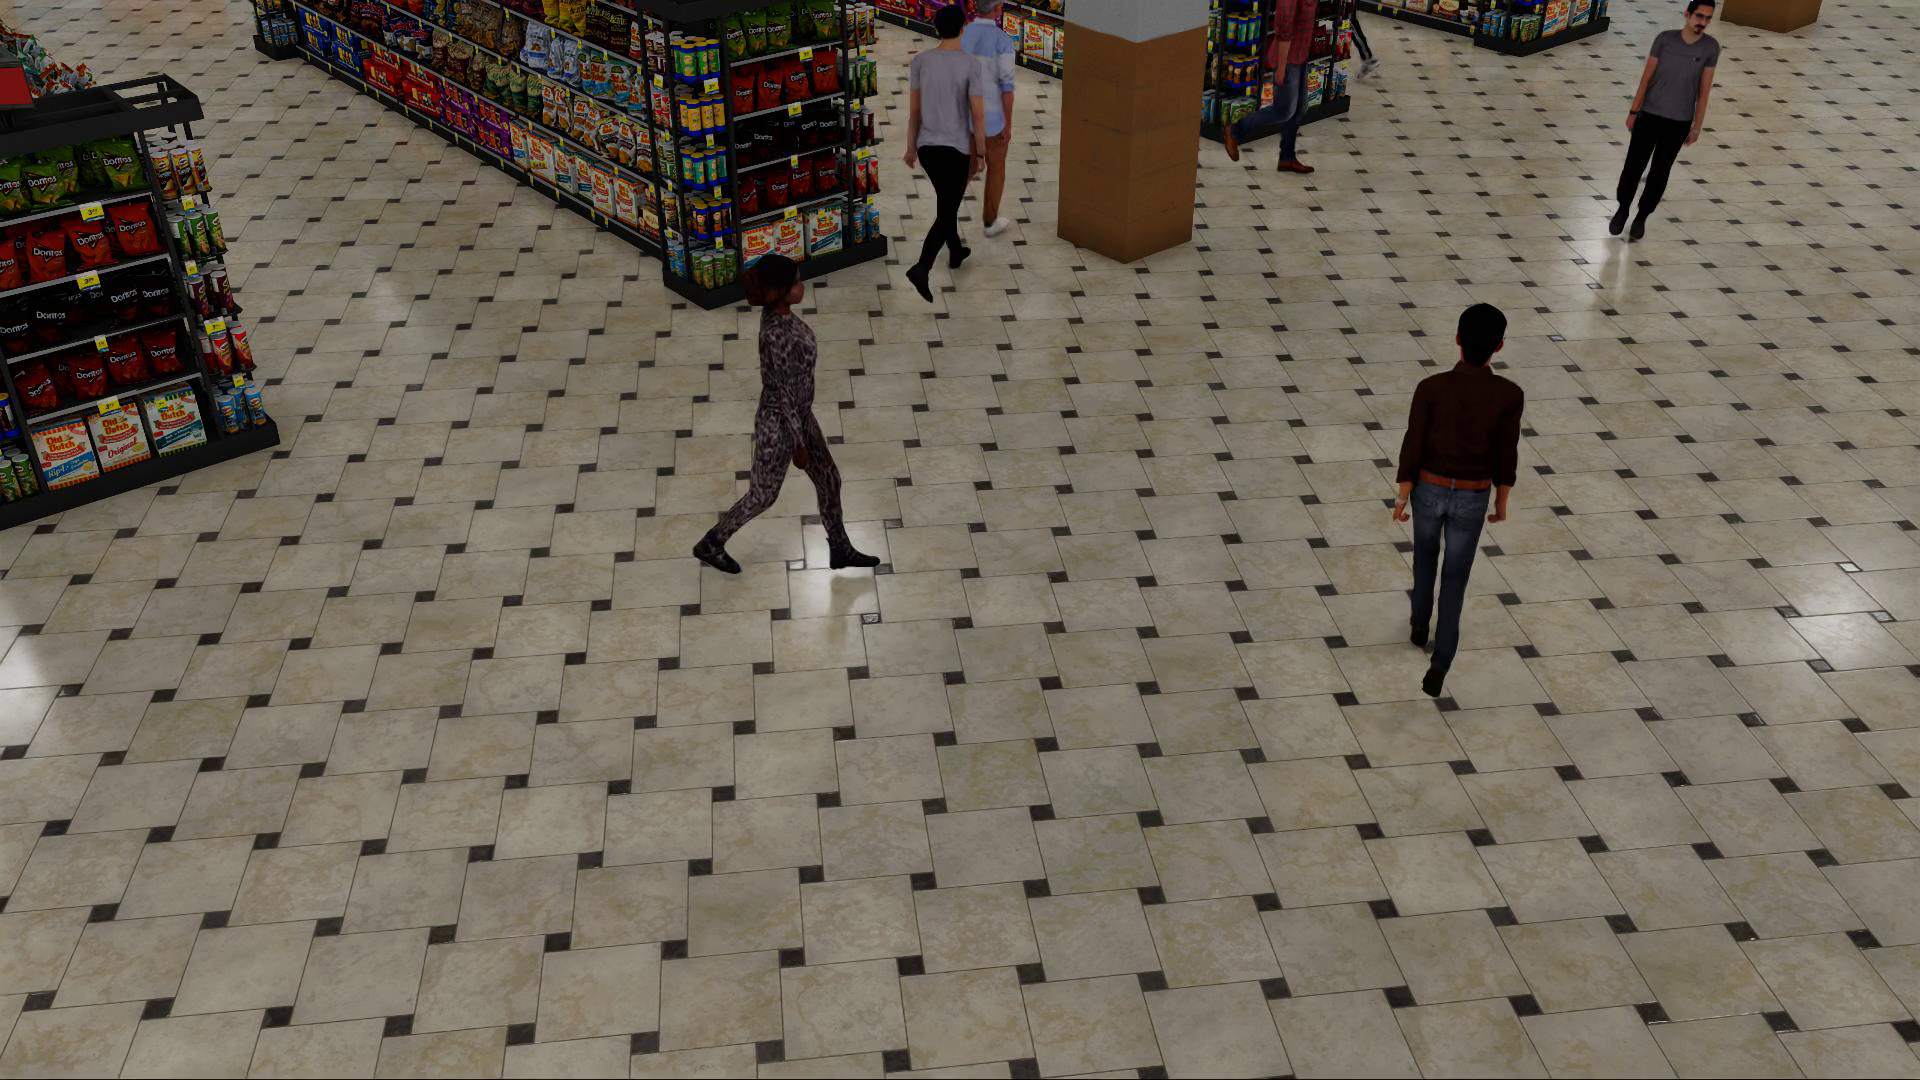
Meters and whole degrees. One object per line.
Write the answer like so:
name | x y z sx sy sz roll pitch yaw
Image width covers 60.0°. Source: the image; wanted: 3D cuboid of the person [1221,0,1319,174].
person | 2.469 -3.744 12.924 1.120 1.807 0.984 10 33 16

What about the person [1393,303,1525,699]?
person | 2.117 -0.129 7.167 1.132 1.752 1.118 8 33 13

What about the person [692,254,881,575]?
person | -0.915 -0.523 7.873 1.123 1.676 1.128 0 32 0

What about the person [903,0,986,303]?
person | -0.156 -2.487 10.913 1.327 1.799 1.122 16 35 24

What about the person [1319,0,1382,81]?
person | 3.641 -5.142 15.173 0.715 1.807 1.140 -22 38 -31

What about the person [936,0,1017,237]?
person | 0.122 -2.942 11.639 1.020 1.804 0.938 17 36 25

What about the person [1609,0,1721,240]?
person | 5.018 -3.017 11.824 0.729 1.737 0.830 13 34 20
